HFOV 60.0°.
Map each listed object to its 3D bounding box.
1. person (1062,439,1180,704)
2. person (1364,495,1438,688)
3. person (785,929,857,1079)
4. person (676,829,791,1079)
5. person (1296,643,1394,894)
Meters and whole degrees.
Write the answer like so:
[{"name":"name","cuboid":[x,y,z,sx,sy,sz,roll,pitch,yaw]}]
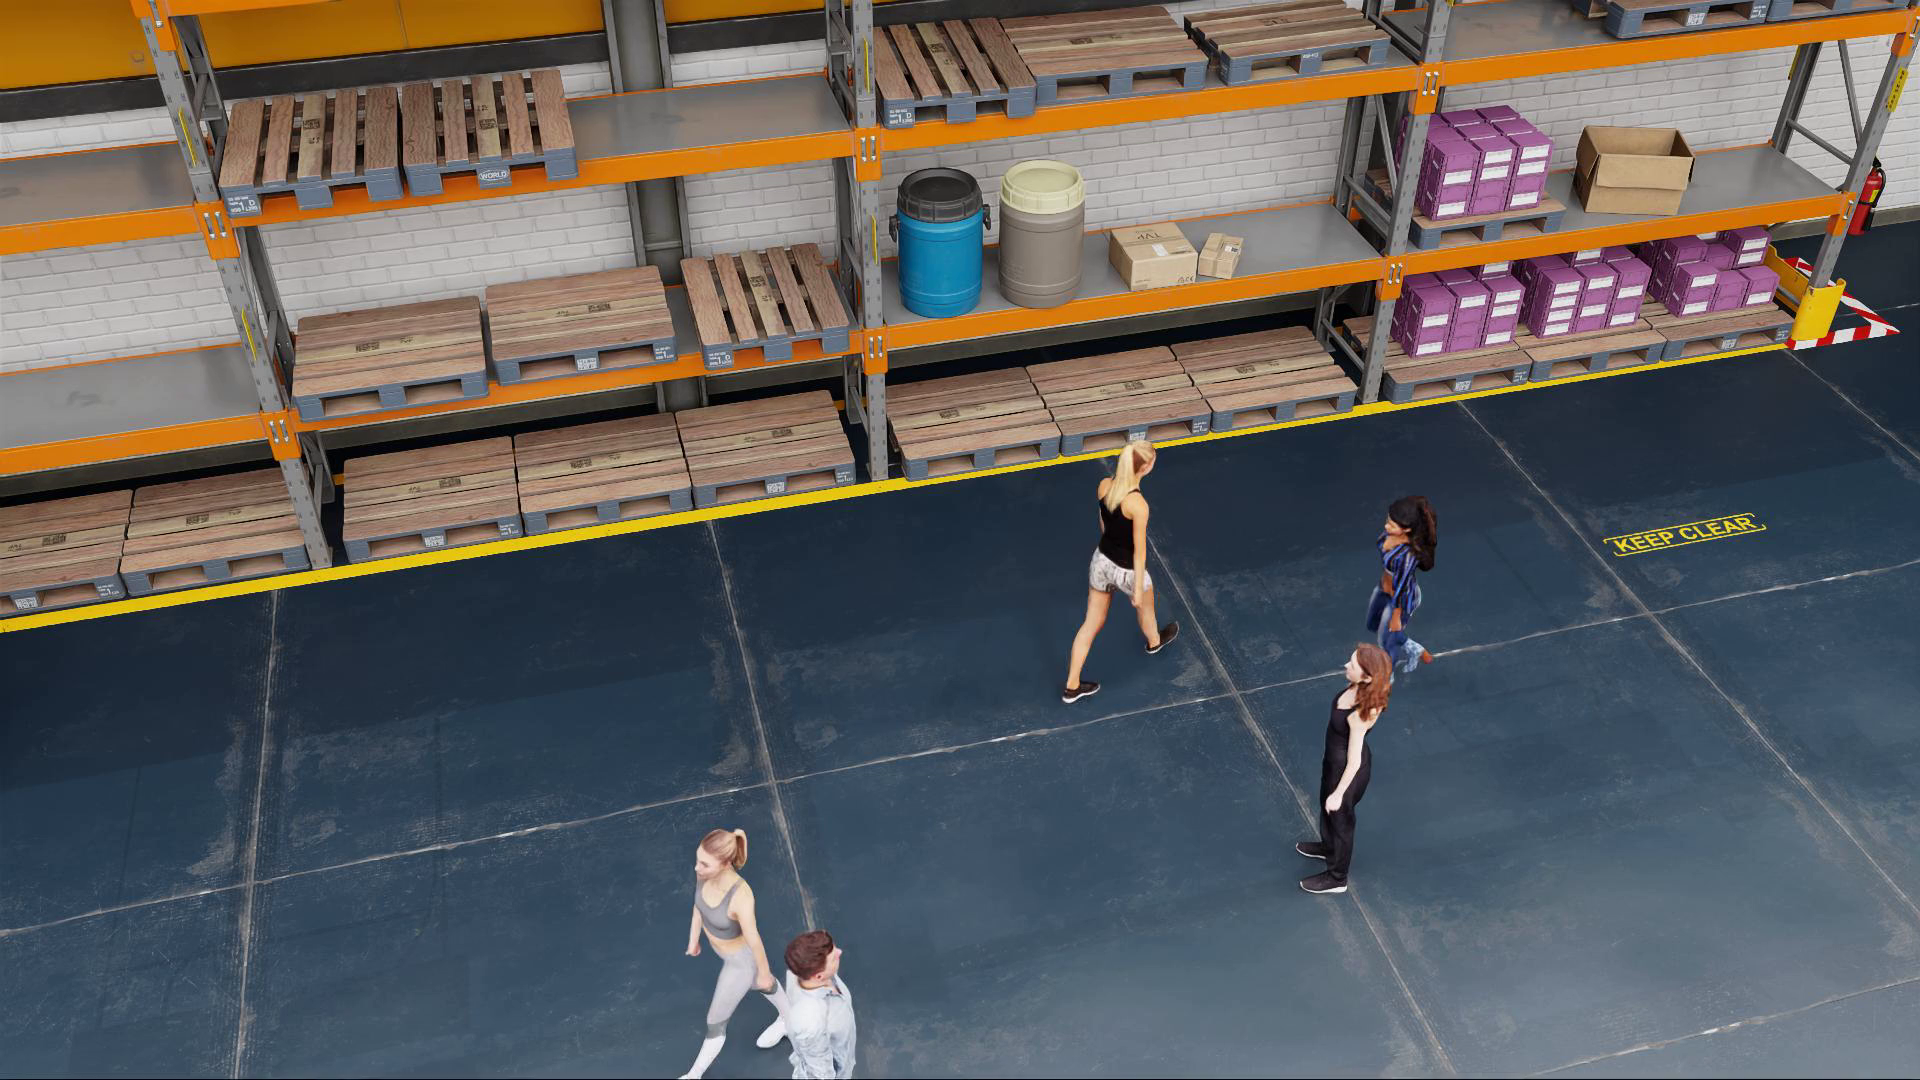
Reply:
[{"name":"person","cuboid":[0.894,0.229,10.164,1.299,1.779,1.012,-27,46,-30]},{"name":"person","cuboid":[2.722,0.342,10.162,0.812,1.605,0.715,1,39,2]},{"name":"person","cuboid":[-0.617,2.363,7.436,0.607,1.848,0.683,-3,39,-4]},{"name":"person","cuboid":[-1.018,1.974,8.073,1.169,1.663,0.859,-24,45,-27]},{"name":"person","cuboid":[2.091,1.221,8.947,0.639,1.748,0.643,4,39,5]}]
